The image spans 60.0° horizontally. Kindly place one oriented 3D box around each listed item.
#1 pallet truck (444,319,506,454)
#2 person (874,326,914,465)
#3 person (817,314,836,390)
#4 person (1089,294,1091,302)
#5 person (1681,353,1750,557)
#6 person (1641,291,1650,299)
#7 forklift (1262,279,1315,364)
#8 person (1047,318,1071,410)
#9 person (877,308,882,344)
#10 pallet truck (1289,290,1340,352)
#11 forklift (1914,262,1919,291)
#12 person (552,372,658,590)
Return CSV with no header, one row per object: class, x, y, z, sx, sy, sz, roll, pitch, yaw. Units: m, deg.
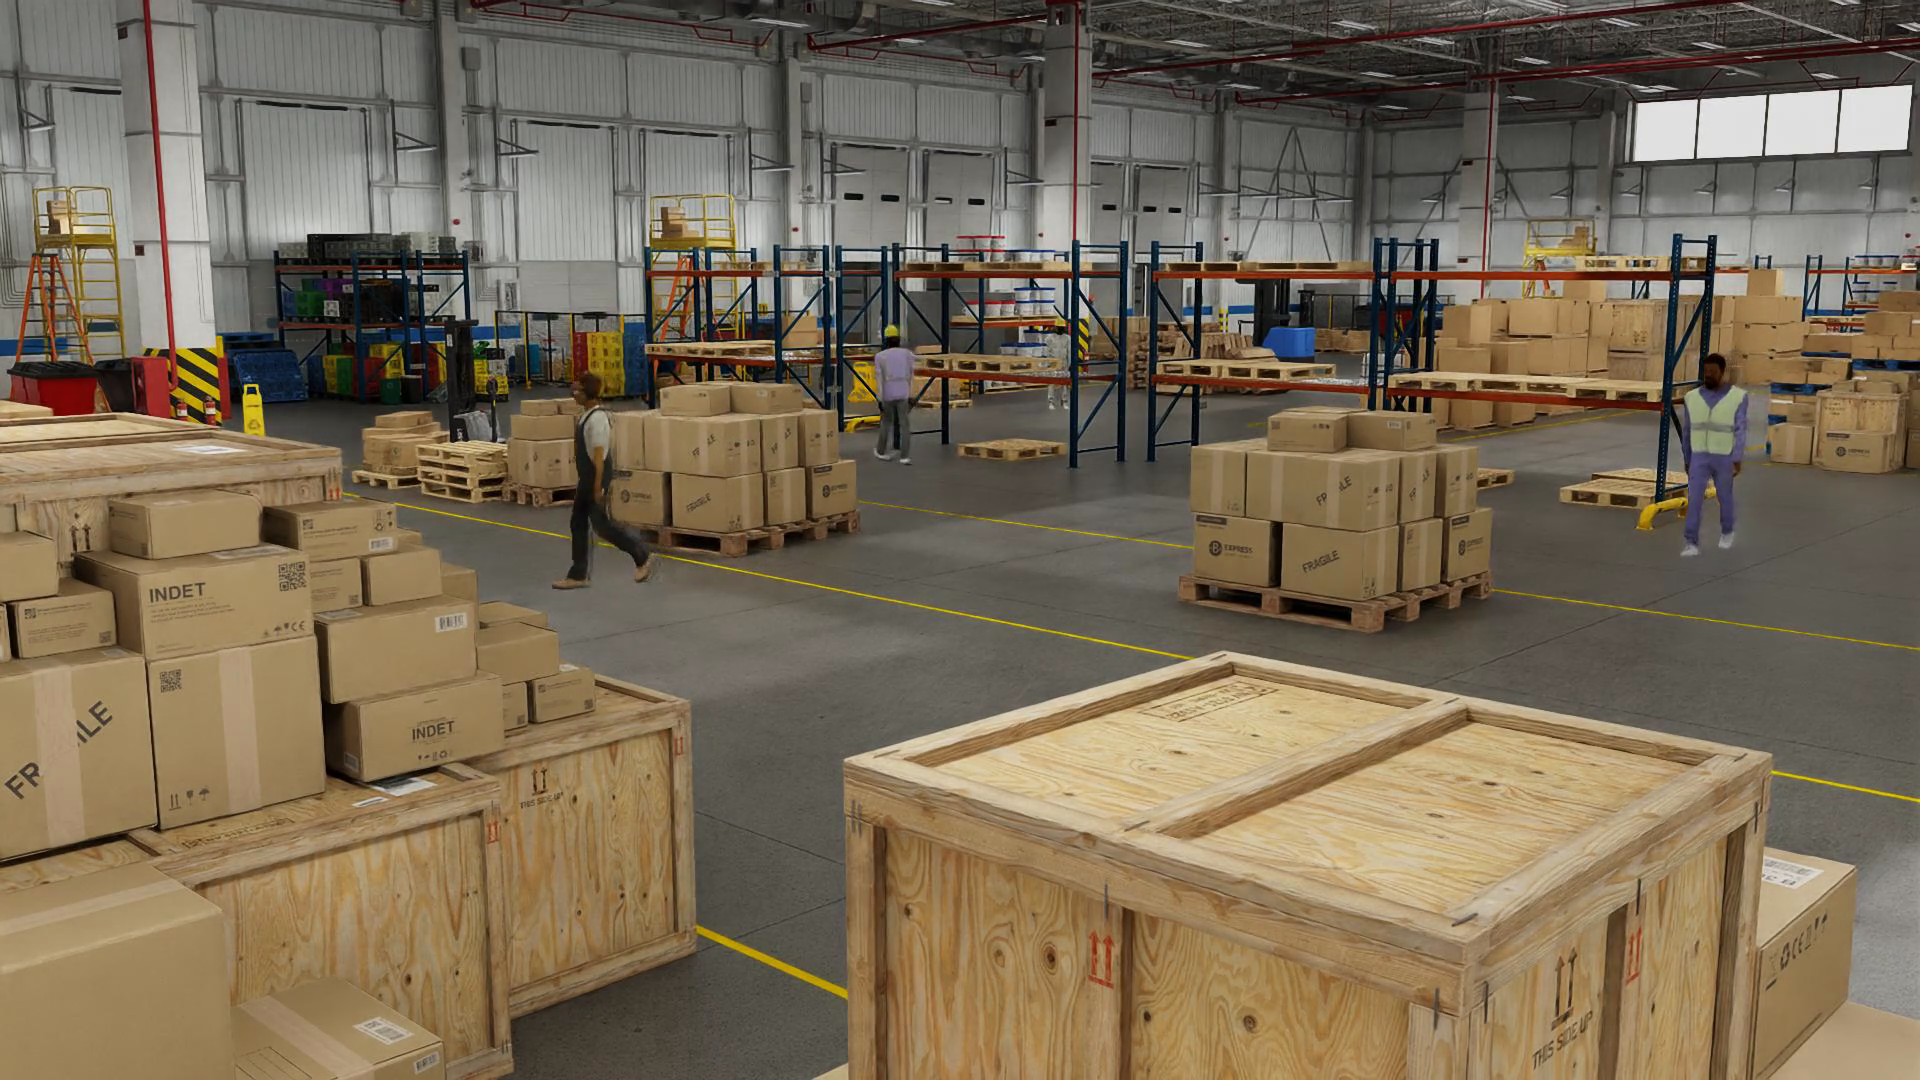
pallet truck,-6.981,-1.942,22.150,1.885,1.965,0.823,1,9,9
person,-0.922,-1.988,22.798,0.609,1.879,0.993,-4,10,-21
person,-2.836,-4.045,36.012,0.543,1.689,0.367,2,9,10
person,3.809,-6.560,50.679,0.381,1.935,0.546,-1,9,-6
person,7.041,-0.808,15.534,0.589,1.889,0.925,7,12,37
person,22.962,-7.443,56.131,0.500,1.916,0.708,5,10,27
forklift,8.555,-6.090,44.881,1.873,2.768,1.129,9,13,43
person,1.876,-3.330,31.466,0.485,1.739,0.320,-2,9,-11
person,-2.042,-5.356,44.209,0.314,1.634,0.515,1,9,4
pallet truck,11.297,-6.951,52.861,1.885,1.965,0.823,-5,11,-29
forklift,22.961,-5.178,39.293,1.129,2.768,1.873,-1,9,-8
person,-2.970,-0.489,13.801,0.809,1.823,0.513,-4,10,-21
